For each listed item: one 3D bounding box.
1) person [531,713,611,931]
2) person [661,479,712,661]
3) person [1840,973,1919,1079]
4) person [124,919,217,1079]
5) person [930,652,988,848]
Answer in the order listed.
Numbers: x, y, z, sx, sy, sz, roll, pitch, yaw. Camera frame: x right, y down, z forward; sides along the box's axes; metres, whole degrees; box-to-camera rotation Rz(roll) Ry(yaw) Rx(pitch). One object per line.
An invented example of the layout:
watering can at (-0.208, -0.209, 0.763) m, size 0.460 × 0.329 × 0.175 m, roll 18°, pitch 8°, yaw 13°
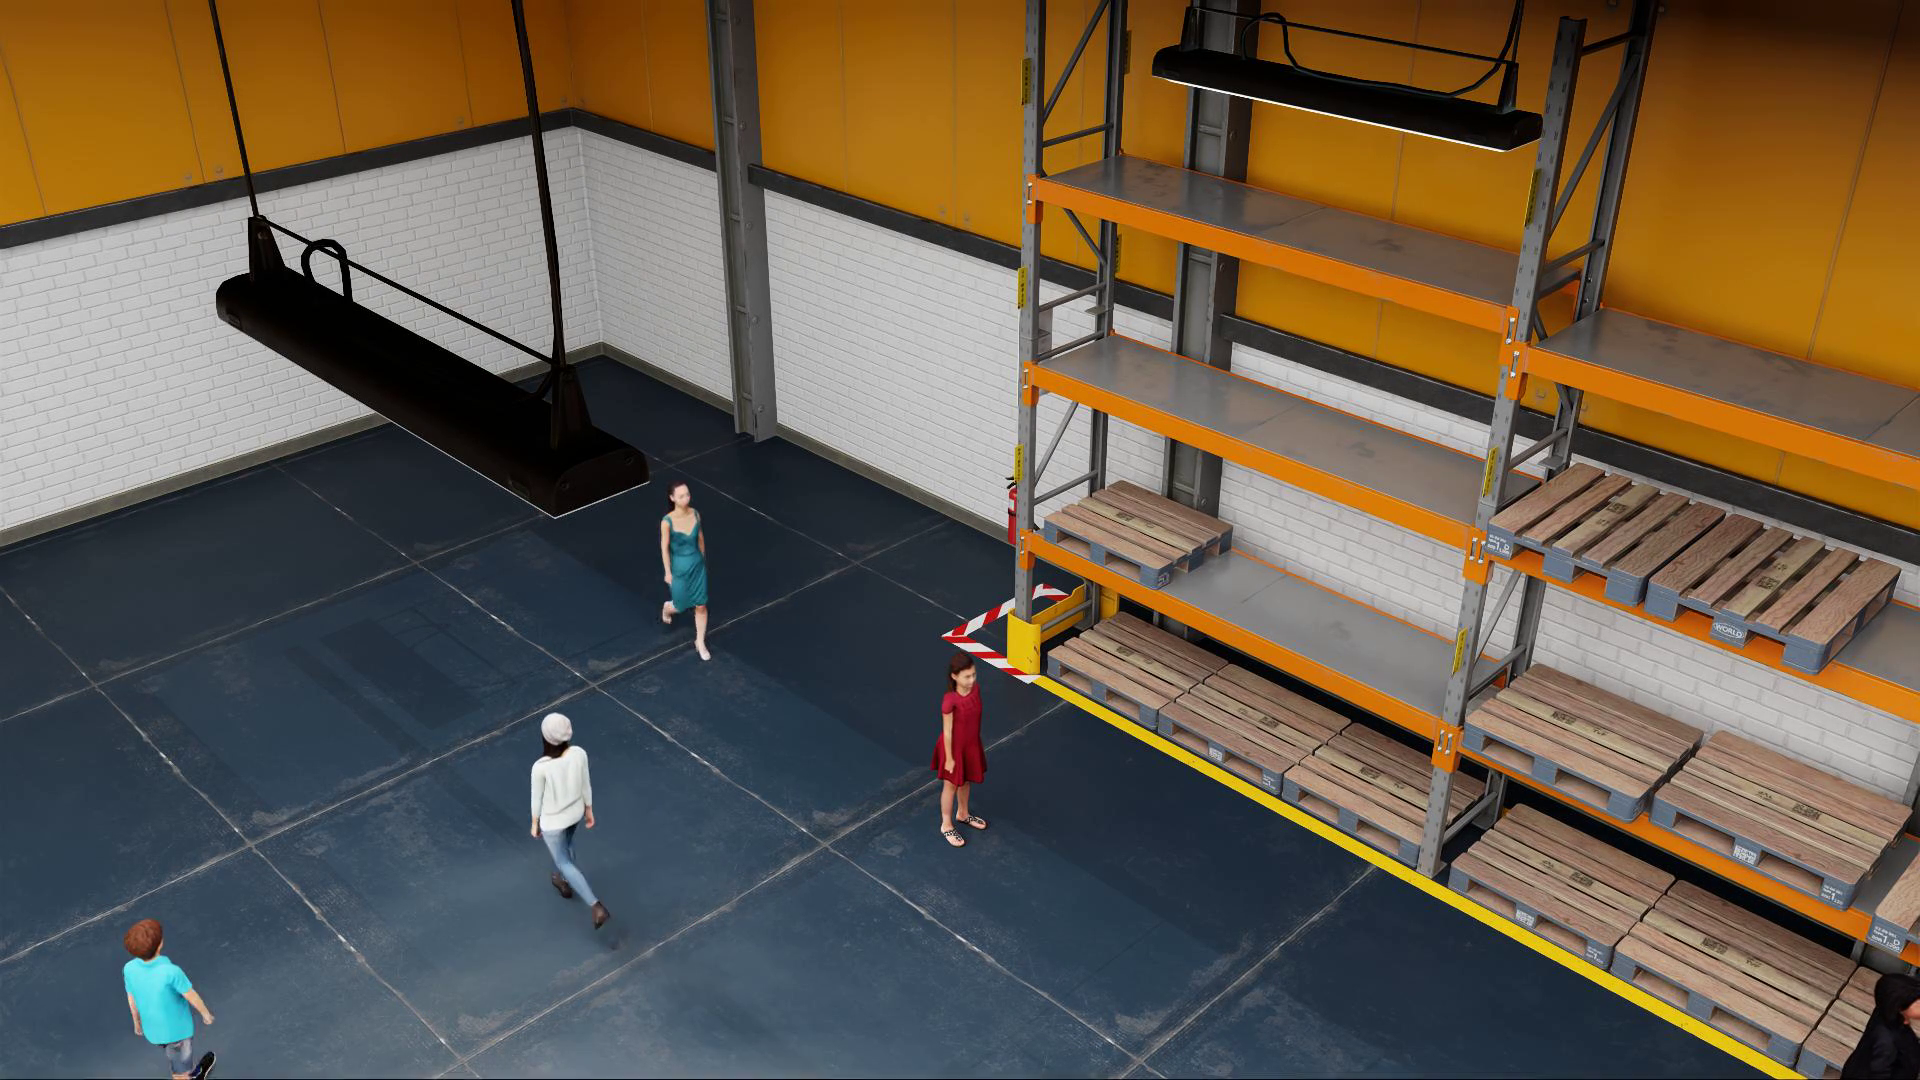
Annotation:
person at (-2.638, 1.907, 11.209) m, size 1.038 × 1.617 × 0.582 m, roll 24°, pitch 37°, yaw 37°
person at (-2.376, 0.235, 14.218) m, size 0.621 × 1.673 × 0.871 m, roll -21°, pitch 35°, yaw -33°
person at (4.925, 3.034, 9.057) m, size 0.644 × 1.701 × 0.643 m, roll 13°, pitch 31°, yaw 22°
person at (-4.647, 2.855, 9.665) m, size 0.830 × 1.432 × 0.847 m, roll 5°, pitch 29°, yaw 9°
person at (0.007, 1.478, 12.063) m, size 0.617 × 1.553 × 0.562 m, roll 22°, pitch 35°, yaw 34°
